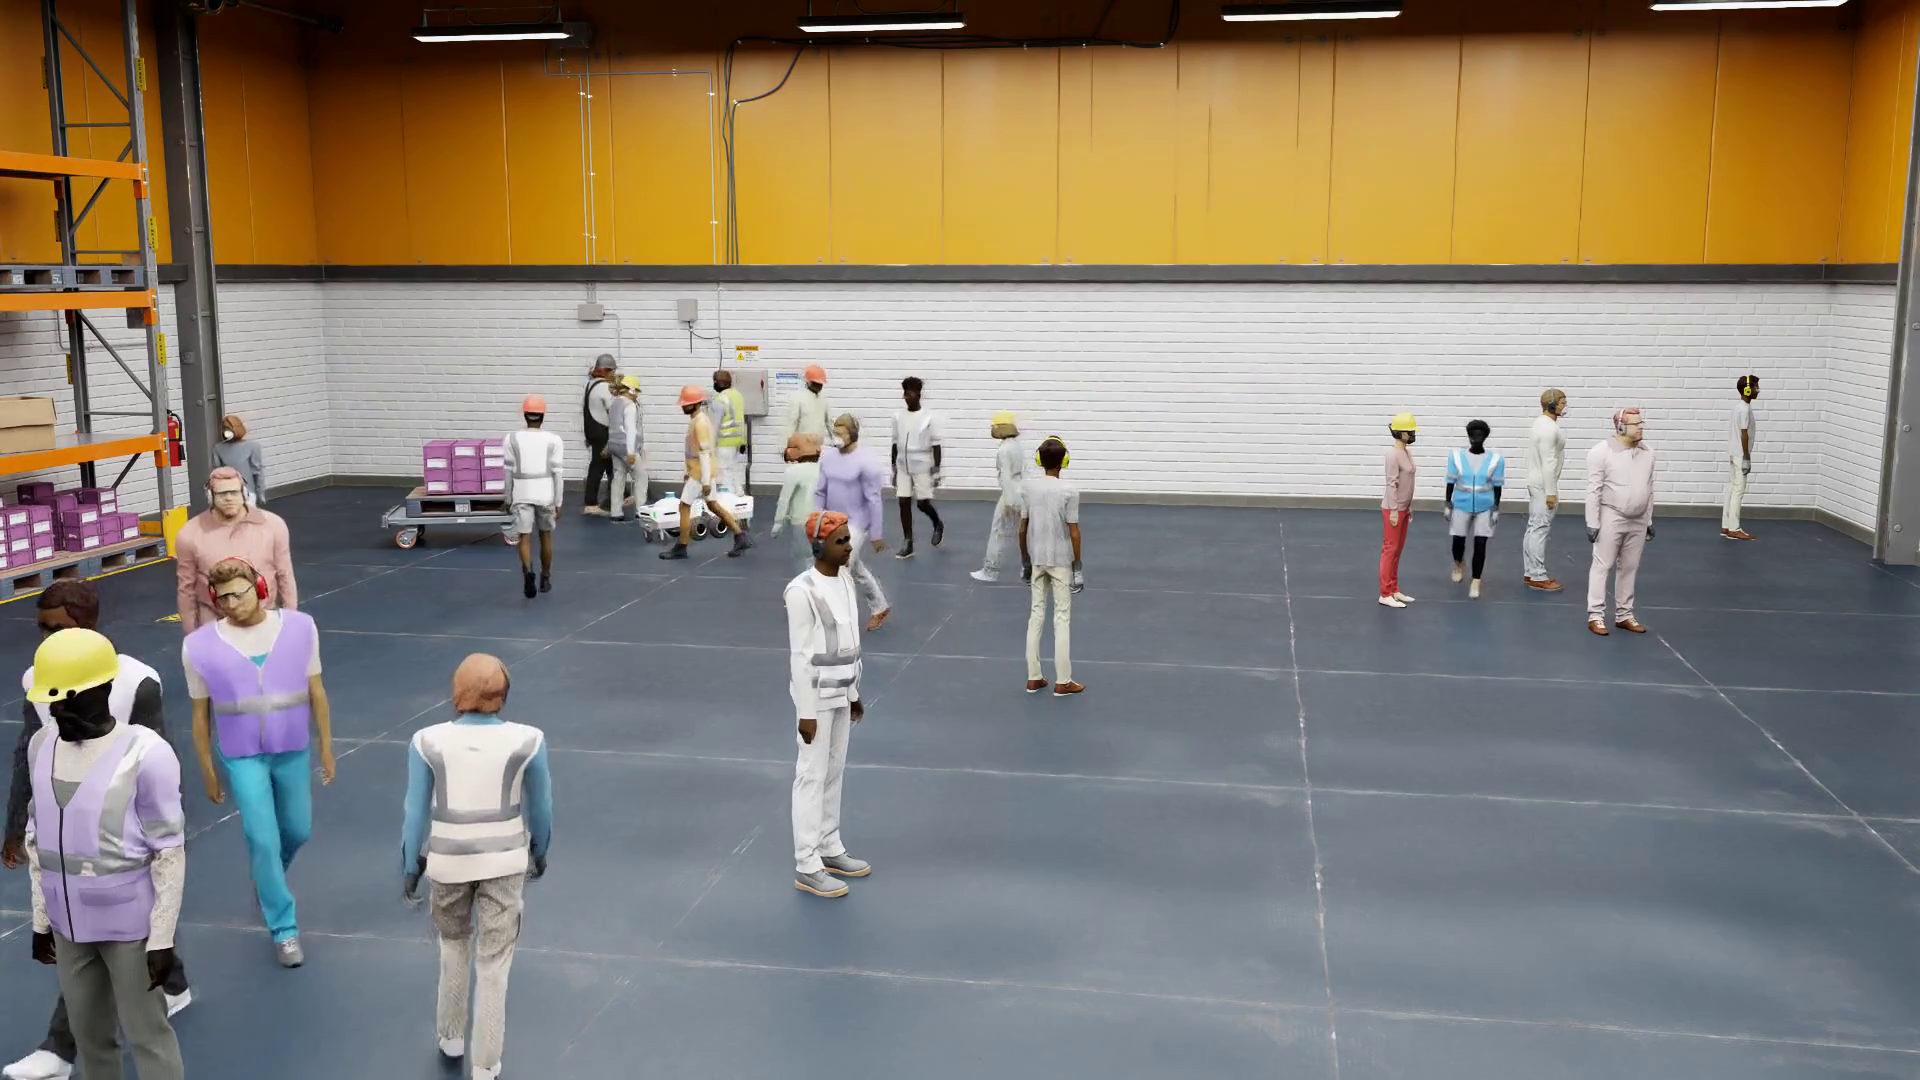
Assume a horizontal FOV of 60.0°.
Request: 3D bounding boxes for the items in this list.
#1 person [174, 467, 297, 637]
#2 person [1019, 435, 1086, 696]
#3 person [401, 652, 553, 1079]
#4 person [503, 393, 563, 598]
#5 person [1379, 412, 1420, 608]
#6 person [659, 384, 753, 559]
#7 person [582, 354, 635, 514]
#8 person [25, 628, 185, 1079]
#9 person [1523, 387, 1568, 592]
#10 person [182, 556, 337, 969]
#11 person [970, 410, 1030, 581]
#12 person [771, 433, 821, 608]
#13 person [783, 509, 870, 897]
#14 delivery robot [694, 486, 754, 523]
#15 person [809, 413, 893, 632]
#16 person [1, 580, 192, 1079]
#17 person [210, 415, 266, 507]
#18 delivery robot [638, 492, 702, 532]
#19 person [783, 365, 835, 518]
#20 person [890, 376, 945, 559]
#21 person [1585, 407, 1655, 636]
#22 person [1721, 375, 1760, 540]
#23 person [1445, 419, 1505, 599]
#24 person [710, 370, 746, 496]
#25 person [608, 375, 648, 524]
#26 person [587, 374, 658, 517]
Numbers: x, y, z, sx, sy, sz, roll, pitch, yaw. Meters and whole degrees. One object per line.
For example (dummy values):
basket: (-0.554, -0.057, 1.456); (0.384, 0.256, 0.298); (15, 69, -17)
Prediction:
person: (-4.325, 0.490, 9.974); (0.668, 1.892, 0.543); (-4, 10, -26)
person: (0.657, 0.188, 11.964); (0.551, 1.875, 0.392); (6, 11, 32)
person: (-1.805, 1.221, 6.281); (0.534, 1.614, 0.590); (-1, 9, -8)
person: (-3.961, -0.404, 15.491); (0.548, 1.912, 0.814); (-2, 9, -15)
person: (4.004, -0.278, 15.143); (0.308, 1.769, 0.525); (5, 10, 29)
person: (-2.669, -0.720, 17.526); (0.965, 1.889, 0.563); (-1, 9, -5)
person: (-4.399, -1.367, 21.053); (0.953, 2.000, 0.699); (-5, 11, -30)
person: (-2.770, 1.219, 5.373); (0.586, 1.923, 0.371); (3, 10, 17)
person: (5.599, -0.487, 15.908); (0.372, 1.941, 0.627); (2, 9, 11)
person: (-3.124, 0.941, 7.431); (0.598, 1.814, 0.737); (-6, 11, -33)
person: (0.561, -0.413, 16.212); (0.902, 1.689, 0.526); (5, 10, 26)
person: (-1.453, -0.138, 14.761); (0.651, 1.610, 0.513); (4, 10, 26)
person: (-0.651, 0.786, 8.182); (0.353, 1.883, 0.573); (3, 10, 21)
delivery robot: (-2.732, -0.379, 19.229); (0.477, 0.478, 0.707); (8, 12, 43)
person: (-0.886, -0.110, 13.733); (1.016, 1.902, 0.633); (-8, 12, -42)
person: (-3.362, 1.084, 6.364); (0.615, 1.867, 0.983); (4, 10, 21)
person: (-7.226, -0.439, 16.601); (0.520, 1.616, 0.436); (1, 9, 3)
delivery robot: (-3.263, -0.299, 18.732); (0.477, 0.478, 0.707); (9, 12, 43)
person: (-1.738, -1.135, 19.955); (1.056, 1.917, 0.706); (7, 11, 35)
person: (-0.447, -0.787, 17.742); (0.609, 1.946, 0.665); (5, 10, 28)
person: (5.553, -0.158, 13.947); (0.651, 1.912, 0.409); (-3, 10, -16)
person: (8.917, -0.944, 18.953); (0.329, 1.873, 0.512); (2, 9, 10)
person: (4.817, -0.306, 15.597); (0.534, 1.680, 0.474); (3, 10, 19)
person: (-2.899, -1.195, 20.661); (0.435, 1.828, 0.642); (3, 10, 17)
person: (-3.962, -1.085, 20.076); (0.682, 1.792, 0.656); (-6, 11, -35)
person: (-4.117, -1.147, 20.477); (0.947, 1.795, 0.494); (0, 9, -2)
